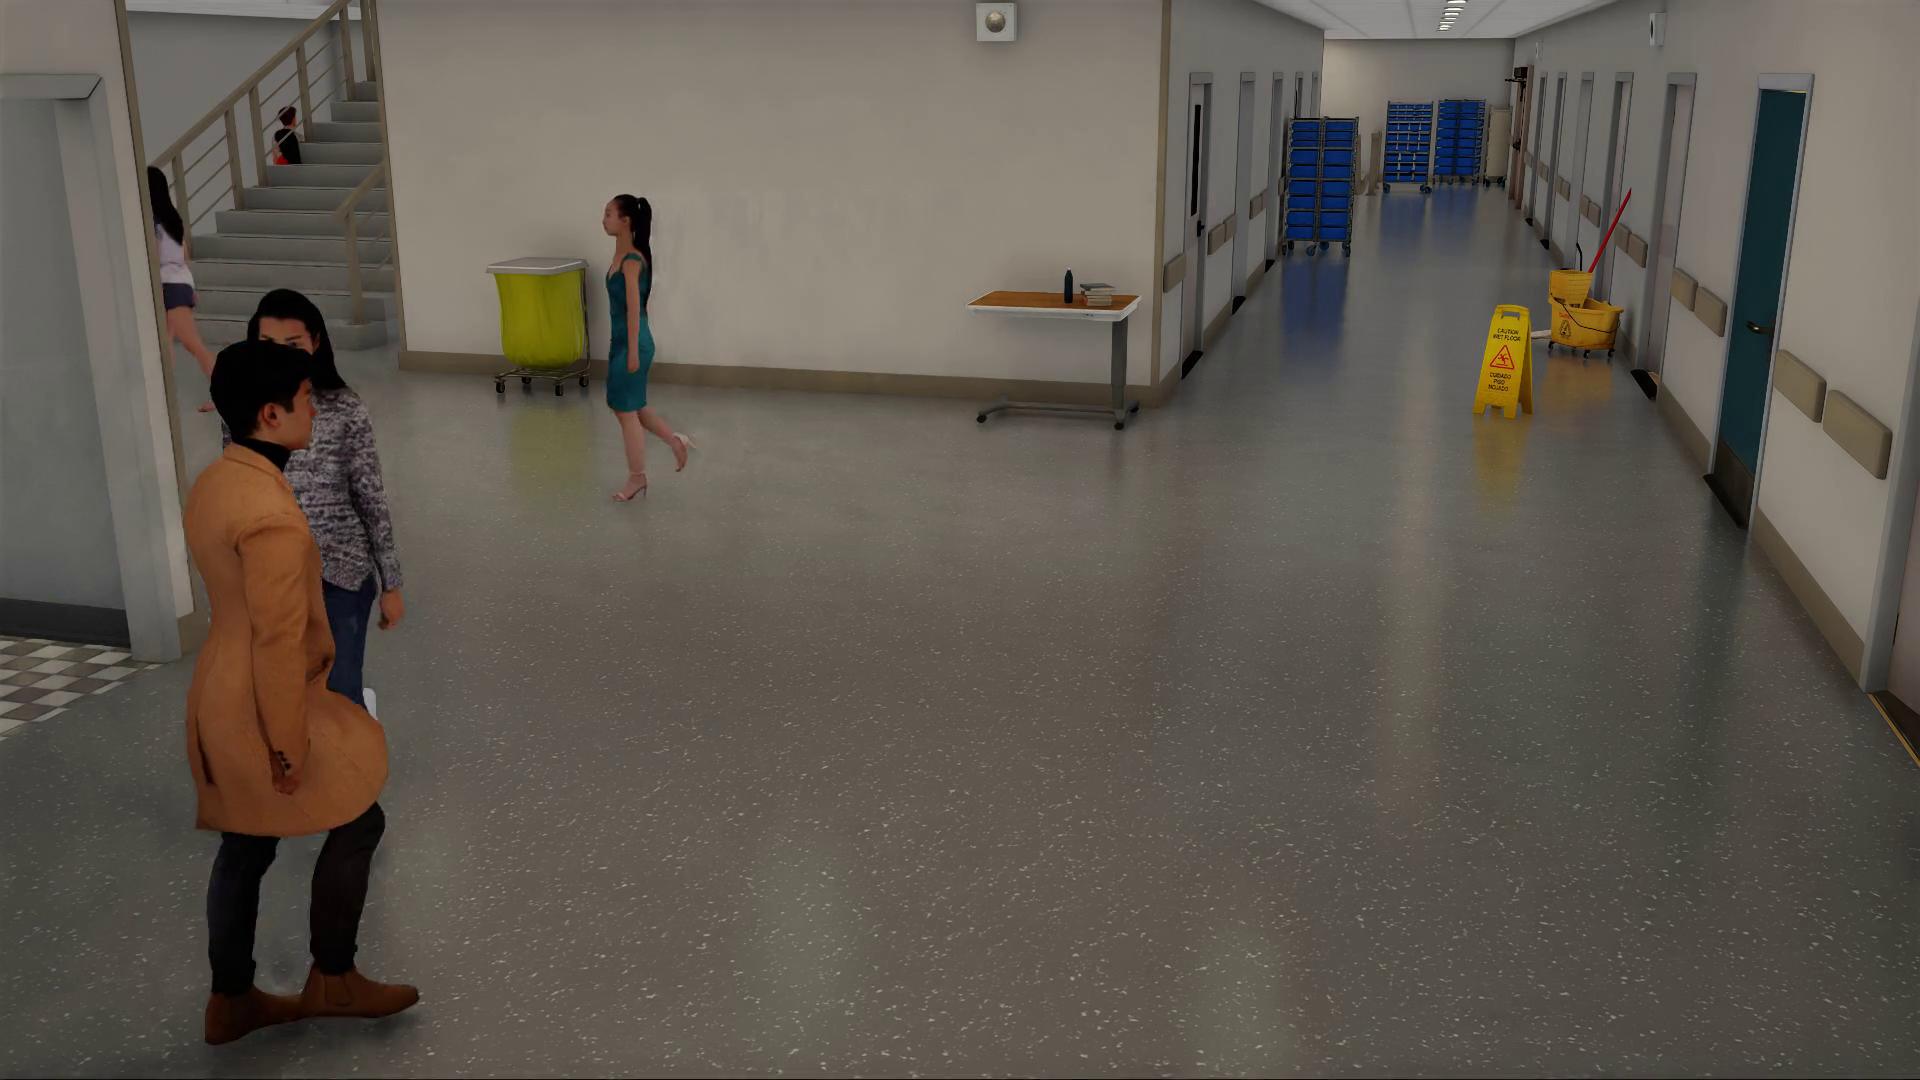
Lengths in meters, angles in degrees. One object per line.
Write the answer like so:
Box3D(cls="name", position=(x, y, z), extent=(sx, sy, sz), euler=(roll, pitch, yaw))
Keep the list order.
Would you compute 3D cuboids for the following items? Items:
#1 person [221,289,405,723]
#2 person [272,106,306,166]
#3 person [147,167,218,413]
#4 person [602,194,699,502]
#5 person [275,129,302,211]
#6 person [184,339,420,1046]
Box3D(cls="person", position=(-1.934, 0.094, 5.047), extent=(0.833, 1.711, 1.058), euler=(-1, 16, -2))
Box3D(cls="person", position=(-8.553, -4.594, 21.346), extent=(0.665, 1.890, 0.534), euler=(3, 16, 12))
Box3D(cls="person", position=(-5.425, -1.715, 11.556), extent=(0.928, 1.661, 1.003), euler=(-3, 16, -11))
Box3D(cls="person", position=(-1.725, -1.036, 9.122), extent=(0.815, 1.673, 0.779), euler=(-5, 16, -16))
Box3D(cls="person", position=(-6.924, -3.387, 17.322), extent=(0.702, 1.749, 0.580), euler=(2, 16, 7))
Box3D(cls="person", position=(-1.705, 0.404, 3.876), extent=(0.821, 1.707, 0.876), euler=(15, 22, 43))
